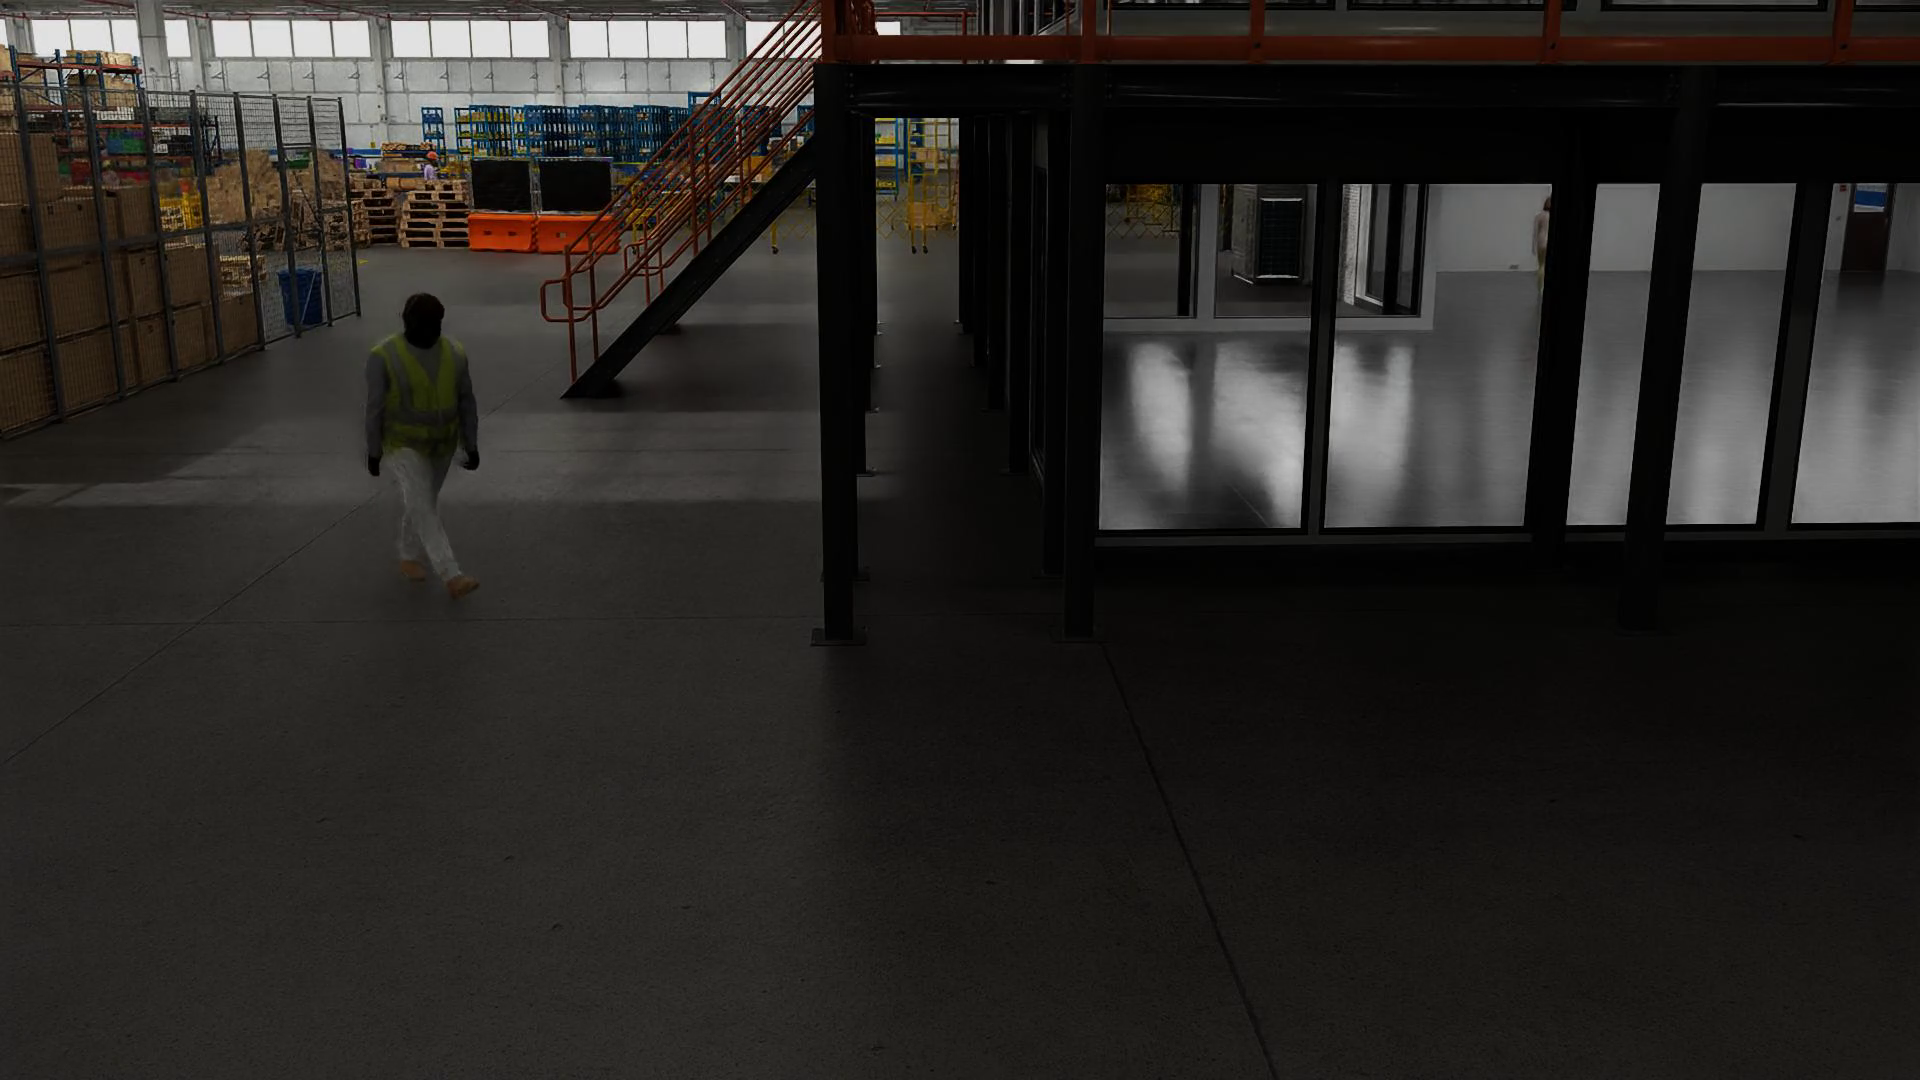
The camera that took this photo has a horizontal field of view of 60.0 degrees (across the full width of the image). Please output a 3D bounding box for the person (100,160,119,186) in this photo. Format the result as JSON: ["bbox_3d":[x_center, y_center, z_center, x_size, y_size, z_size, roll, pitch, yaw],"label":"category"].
[{"bbox_3d":[-23.822,-9.748,46.565,0.558,1.751,0.360,2,14,7],"label":"person"}]

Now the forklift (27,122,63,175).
[{"bbox_3d":[-35.376,-14.773,64.377,1.129,2.768,1.873,-1,14,-2],"label":"forklift"}]

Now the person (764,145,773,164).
[{"bbox_3d":[-8.686,-17.147,76.037,0.698,1.811,0.603,1,14,4],"label":"person"}]

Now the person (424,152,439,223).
[{"bbox_3d":[-13.894,-9.208,43.877,0.409,2.029,0.609,-8,16,-28],"label":"person"}]

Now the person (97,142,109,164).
[{"bbox_3d":[-39.925,-17.586,77.574,0.549,1.924,0.547,0,14,-1],"label":"person"}]

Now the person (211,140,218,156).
[{"bbox_3d":[-38.338,-19.618,85.630,0.605,1.951,0.380,6,15,24],"label":"person"}]

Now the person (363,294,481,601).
[{"bbox_3d":[-3.135,-0.558,9.787,1.027,1.773,0.635,12,19,40],"label":"person"}]
